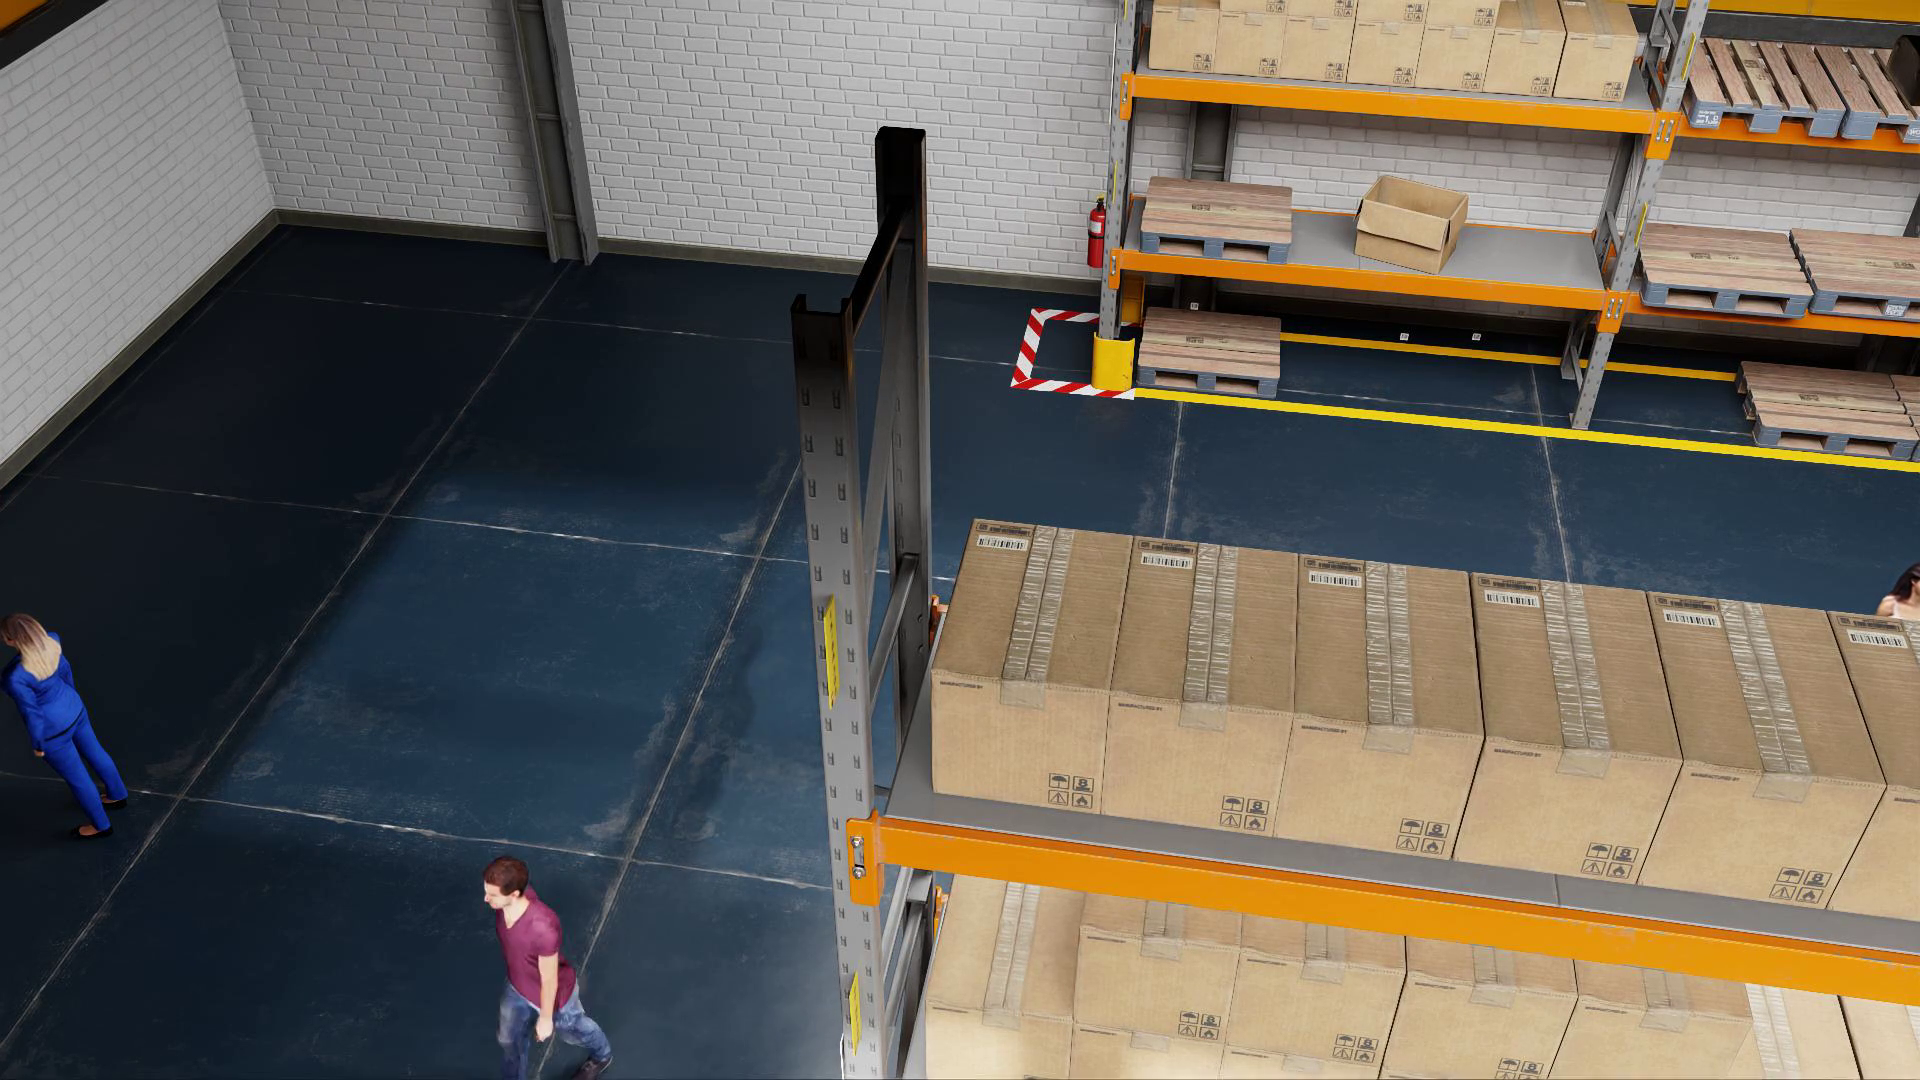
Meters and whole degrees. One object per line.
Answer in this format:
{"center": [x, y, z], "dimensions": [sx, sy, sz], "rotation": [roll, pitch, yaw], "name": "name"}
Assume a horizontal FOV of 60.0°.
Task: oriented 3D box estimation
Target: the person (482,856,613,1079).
{"center": [-2.062, 2.213, 8.496], "dimensions": [1.057, 1.821, 1.024], "rotation": [27, 46, 30], "name": "person"}

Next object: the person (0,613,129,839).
{"center": [-5.393, 1.097, 9.990], "dimensions": [0.570, 1.701, 0.633], "rotation": [3, 39, 3], "name": "person"}
